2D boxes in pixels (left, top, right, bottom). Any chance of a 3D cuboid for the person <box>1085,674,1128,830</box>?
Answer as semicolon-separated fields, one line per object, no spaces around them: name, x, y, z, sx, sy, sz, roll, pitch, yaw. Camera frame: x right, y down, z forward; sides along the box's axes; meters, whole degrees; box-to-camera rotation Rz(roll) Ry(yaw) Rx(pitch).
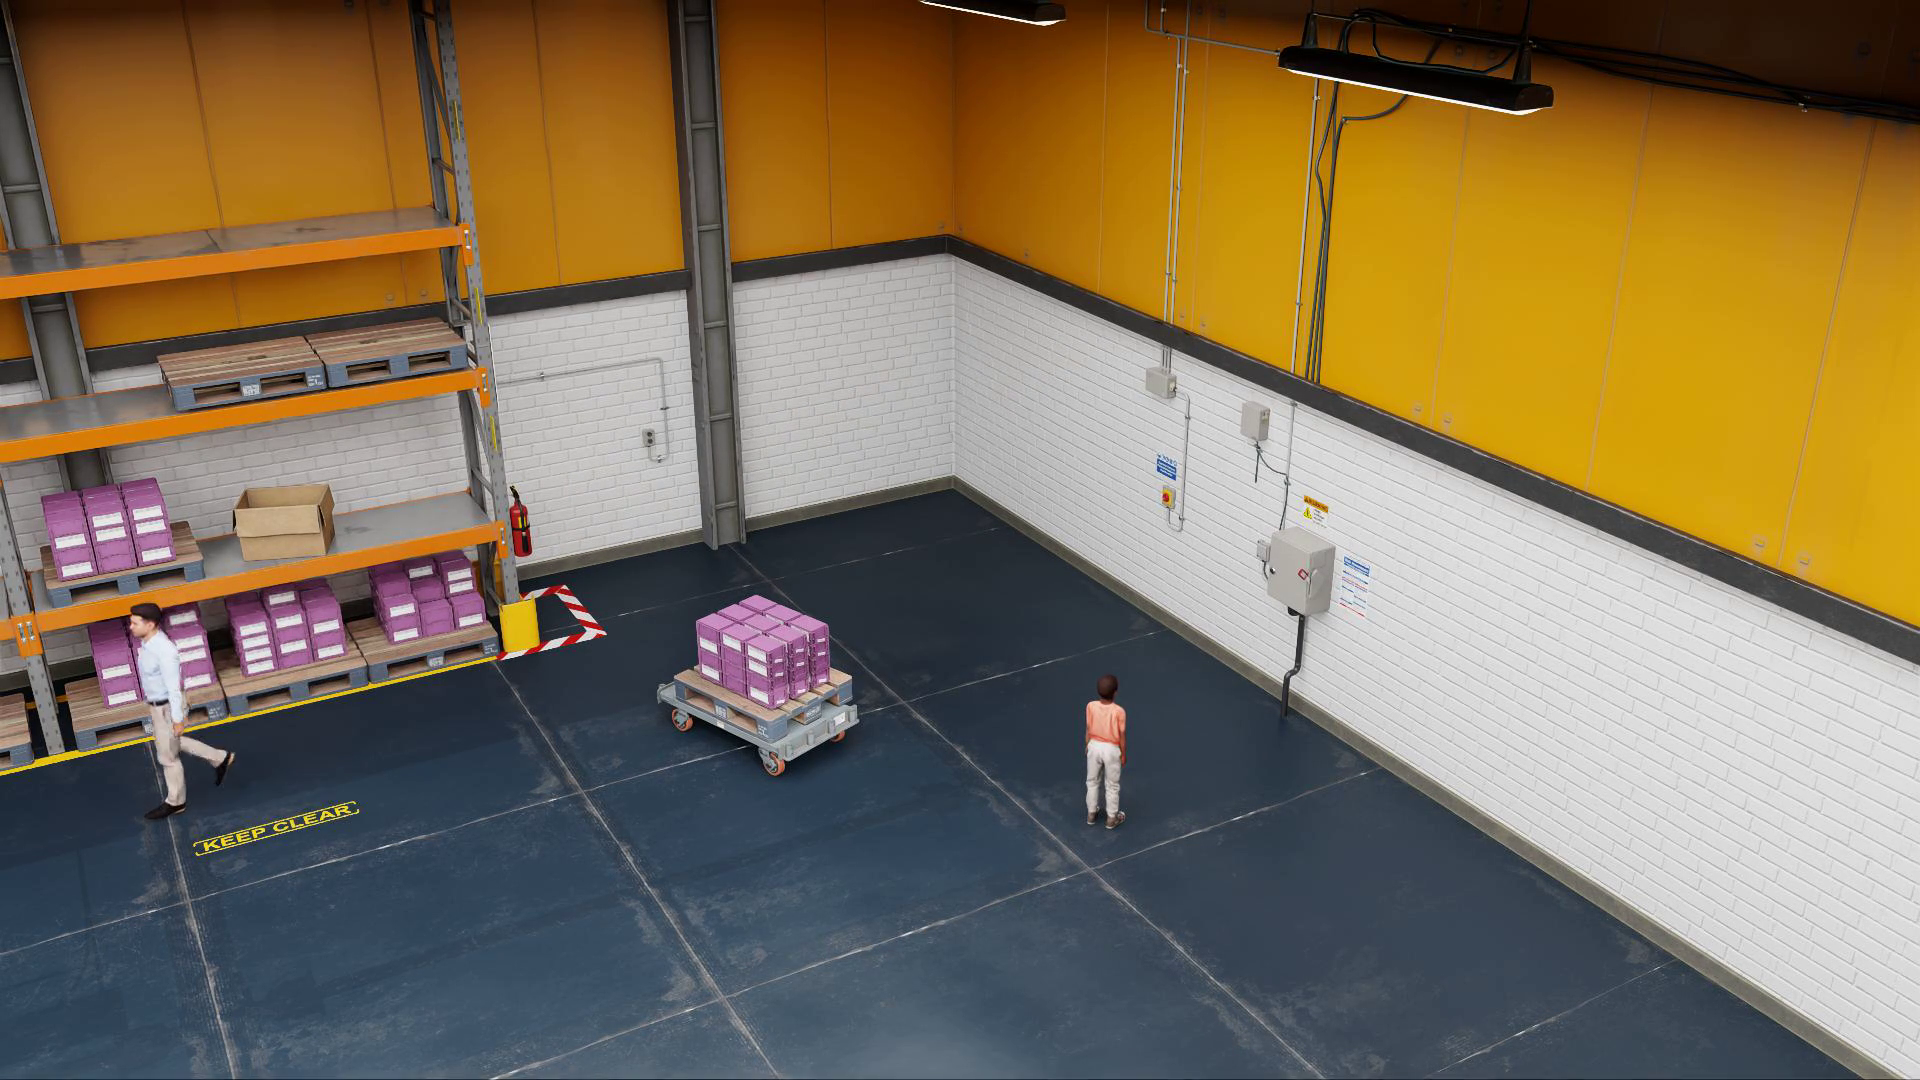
person;1.132;1.640;13.003;0.562;1.310;0.600;10;26;22

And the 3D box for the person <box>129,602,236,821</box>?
person;-6.188;1.307;13.118;1.046;1.827;0.762;-19;30;-37
